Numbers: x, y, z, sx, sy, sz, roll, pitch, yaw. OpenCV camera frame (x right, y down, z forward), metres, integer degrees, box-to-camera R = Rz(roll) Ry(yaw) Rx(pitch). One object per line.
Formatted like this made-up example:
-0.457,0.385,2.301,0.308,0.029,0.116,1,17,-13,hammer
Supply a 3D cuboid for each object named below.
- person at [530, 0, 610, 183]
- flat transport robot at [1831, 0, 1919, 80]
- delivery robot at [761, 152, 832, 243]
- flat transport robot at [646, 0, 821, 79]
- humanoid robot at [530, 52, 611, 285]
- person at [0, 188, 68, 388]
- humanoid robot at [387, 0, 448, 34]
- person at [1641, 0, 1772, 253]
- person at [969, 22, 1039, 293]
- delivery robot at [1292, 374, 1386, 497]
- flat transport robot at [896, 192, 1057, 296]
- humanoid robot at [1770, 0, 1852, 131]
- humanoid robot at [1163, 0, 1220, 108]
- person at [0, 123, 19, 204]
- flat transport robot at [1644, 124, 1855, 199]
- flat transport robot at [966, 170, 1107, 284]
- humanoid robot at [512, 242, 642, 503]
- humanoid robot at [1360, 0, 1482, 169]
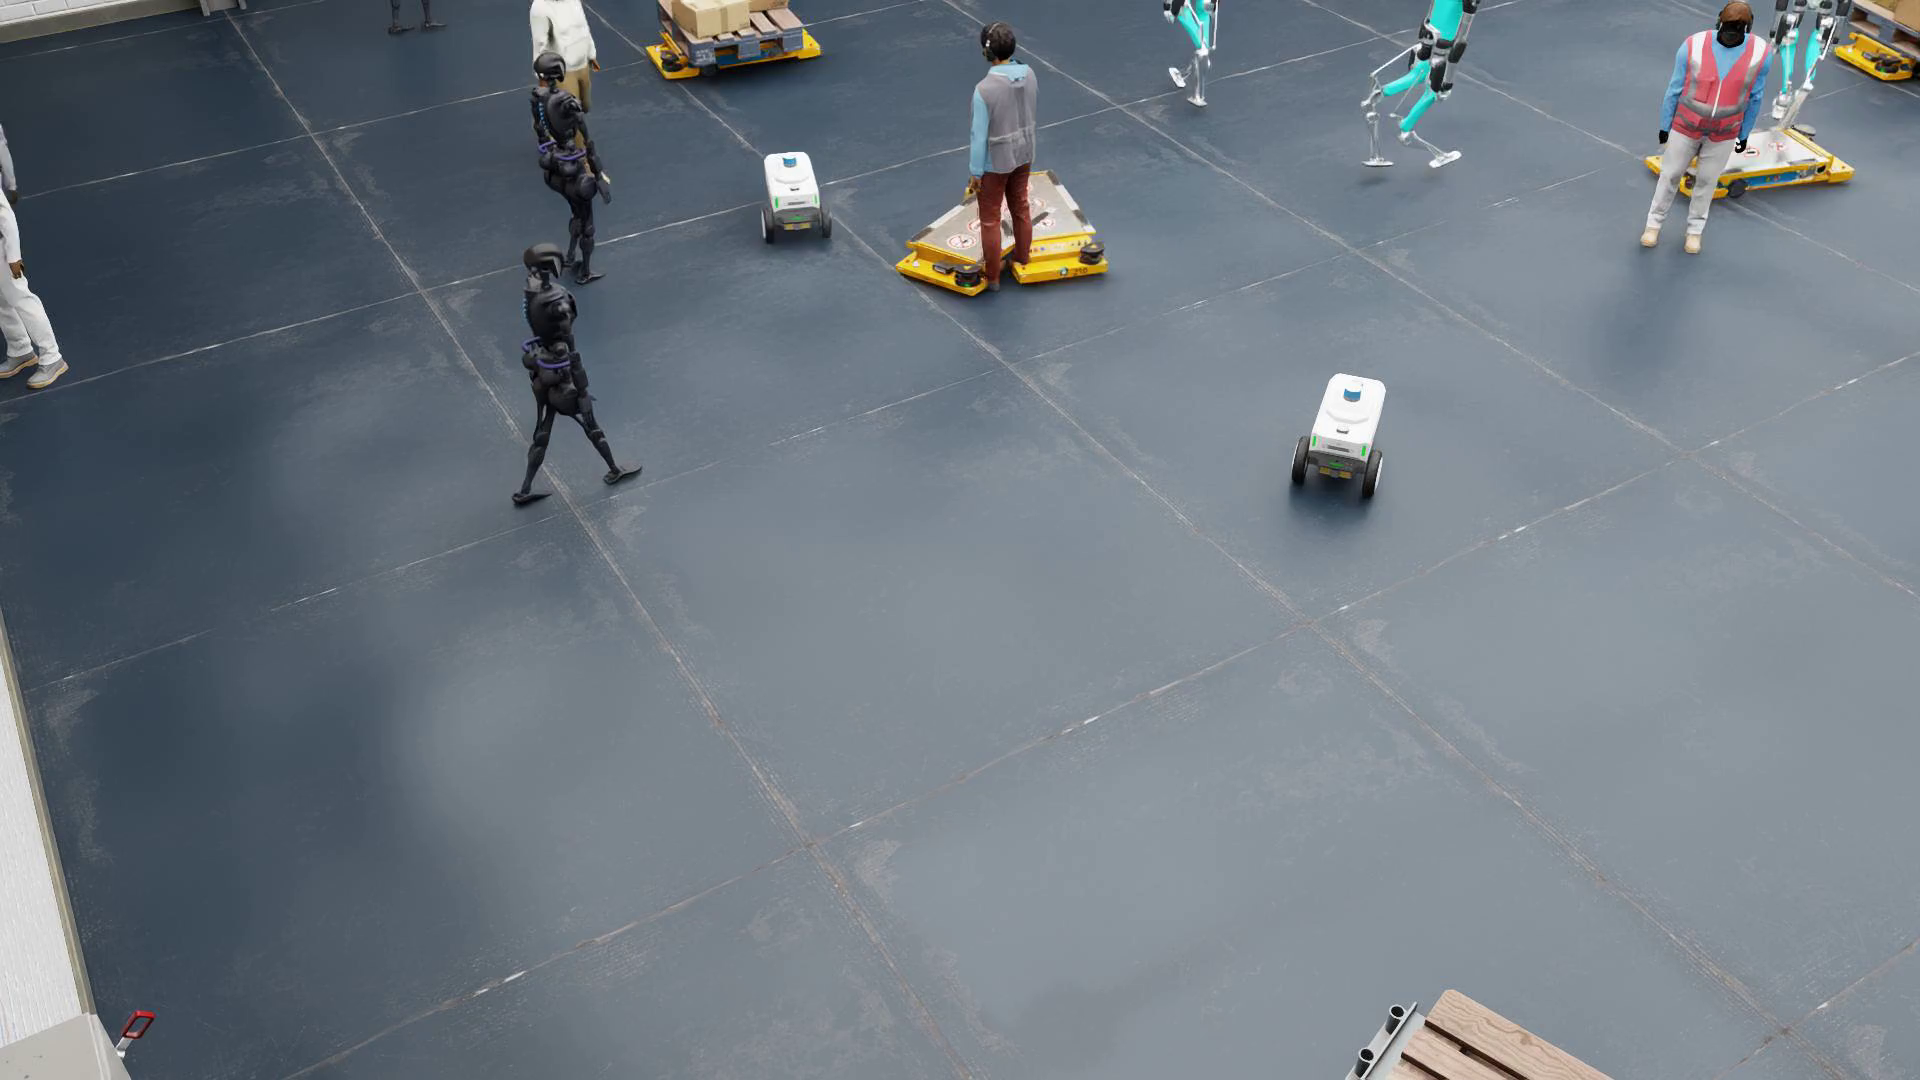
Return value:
-3.057,-3.604,12.657,0.800,1.734,0.538,22,43,25,person
8.595,-4.369,14.805,1.431,0.231,0.659,-11,40,-14,flat transport robot
-1.240,-2.566,12.295,0.499,0.589,0.785,-7,39,-9,delivery robot
-2.030,-4.418,14.867,1.431,0.231,0.659,-15,41,-18,flat transport robot
-2.652,-2.530,11.342,0.600,1.650,0.349,26,45,29,humanoid robot
-6.031,-1.814,10.280,0.582,1.884,0.337,16,41,19,person
-5.074,-5.420,15.003,0.517,1.647,0.599,-25,45,-28,humanoid robot
5.235,-2.892,11.688,0.628,1.836,0.431,12,40,15,person
0.295,-2.552,11.225,0.544,1.872,0.412,-28,46,-31,person
2.290,-0.640,9.884,0.499,0.614,0.808,13,40,15,delivery robot
0.206,-2.221,12.095,0.659,0.231,1.431,22,43,26,flat transport robot
6.638,-3.928,13.088,0.553,1.739,1.037,14,41,17,humanoid robot
1.991,-4.370,13.650,0.545,1.750,1.019,-13,40,-16,humanoid robot
-6.520,-2.381,10.992,0.611,1.888,0.521,-7,39,-9,person
6.185,-2.957,13.023,1.431,0.231,0.659,-9,39,-12,flat transport robot
0.545,-2.337,12.240,0.659,0.231,1.431,-10,39,-12,flat transport robot
-2.277,-0.954,9.404,0.781,1.629,0.589,-25,45,-28,humanoid robot
3.440,-3.538,12.587,1.017,1.744,0.541,-11,40,-13,humanoid robot
